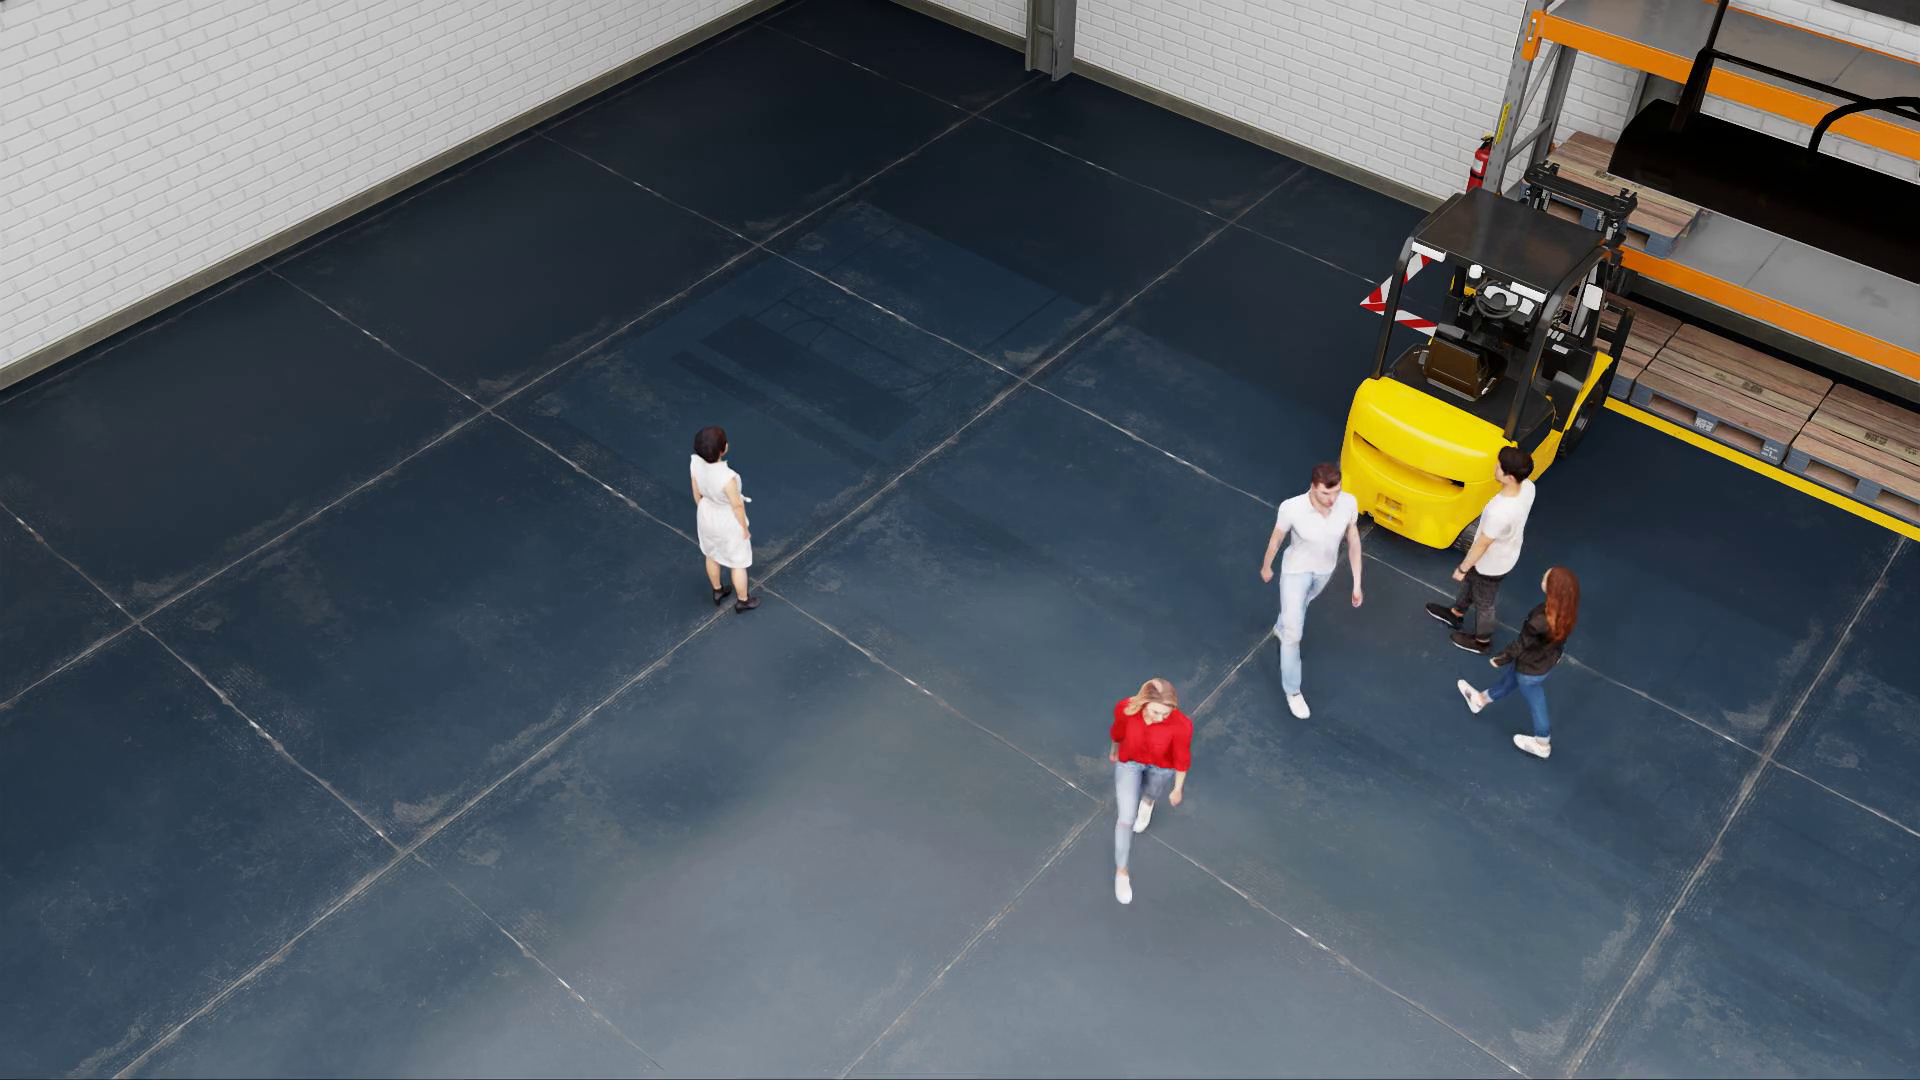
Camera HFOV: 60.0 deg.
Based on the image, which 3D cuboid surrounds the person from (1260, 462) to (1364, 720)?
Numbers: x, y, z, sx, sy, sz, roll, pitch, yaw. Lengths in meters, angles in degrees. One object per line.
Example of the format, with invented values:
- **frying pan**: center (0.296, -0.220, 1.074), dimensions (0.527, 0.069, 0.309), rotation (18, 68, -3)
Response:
- **person**: center (2.165, 0.129, 10.534), dimensions (1.065, 1.806, 1.224), rotation (-12, 45, -13)

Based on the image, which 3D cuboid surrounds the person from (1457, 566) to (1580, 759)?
- **person**: center (3.558, 0.782, 10.113), dimensions (0.929, 1.440, 0.563), rotation (32, 52, 29)

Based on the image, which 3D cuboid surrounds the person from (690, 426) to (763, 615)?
- **person**: center (-1.570, -0.127, 10.984), dimensions (0.497, 1.556, 0.643), rotation (23, 48, 22)

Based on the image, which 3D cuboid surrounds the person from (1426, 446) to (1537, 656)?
- **person**: center (3.477, 0.110, 10.623), dimensions (0.761, 1.710, 0.687), rotation (27, 50, 26)

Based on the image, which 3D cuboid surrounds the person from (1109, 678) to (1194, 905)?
- **person**: center (1.070, 1.223, 9.491), dimensions (1.104, 1.660, 1.003), rotation (13, 45, 13)
